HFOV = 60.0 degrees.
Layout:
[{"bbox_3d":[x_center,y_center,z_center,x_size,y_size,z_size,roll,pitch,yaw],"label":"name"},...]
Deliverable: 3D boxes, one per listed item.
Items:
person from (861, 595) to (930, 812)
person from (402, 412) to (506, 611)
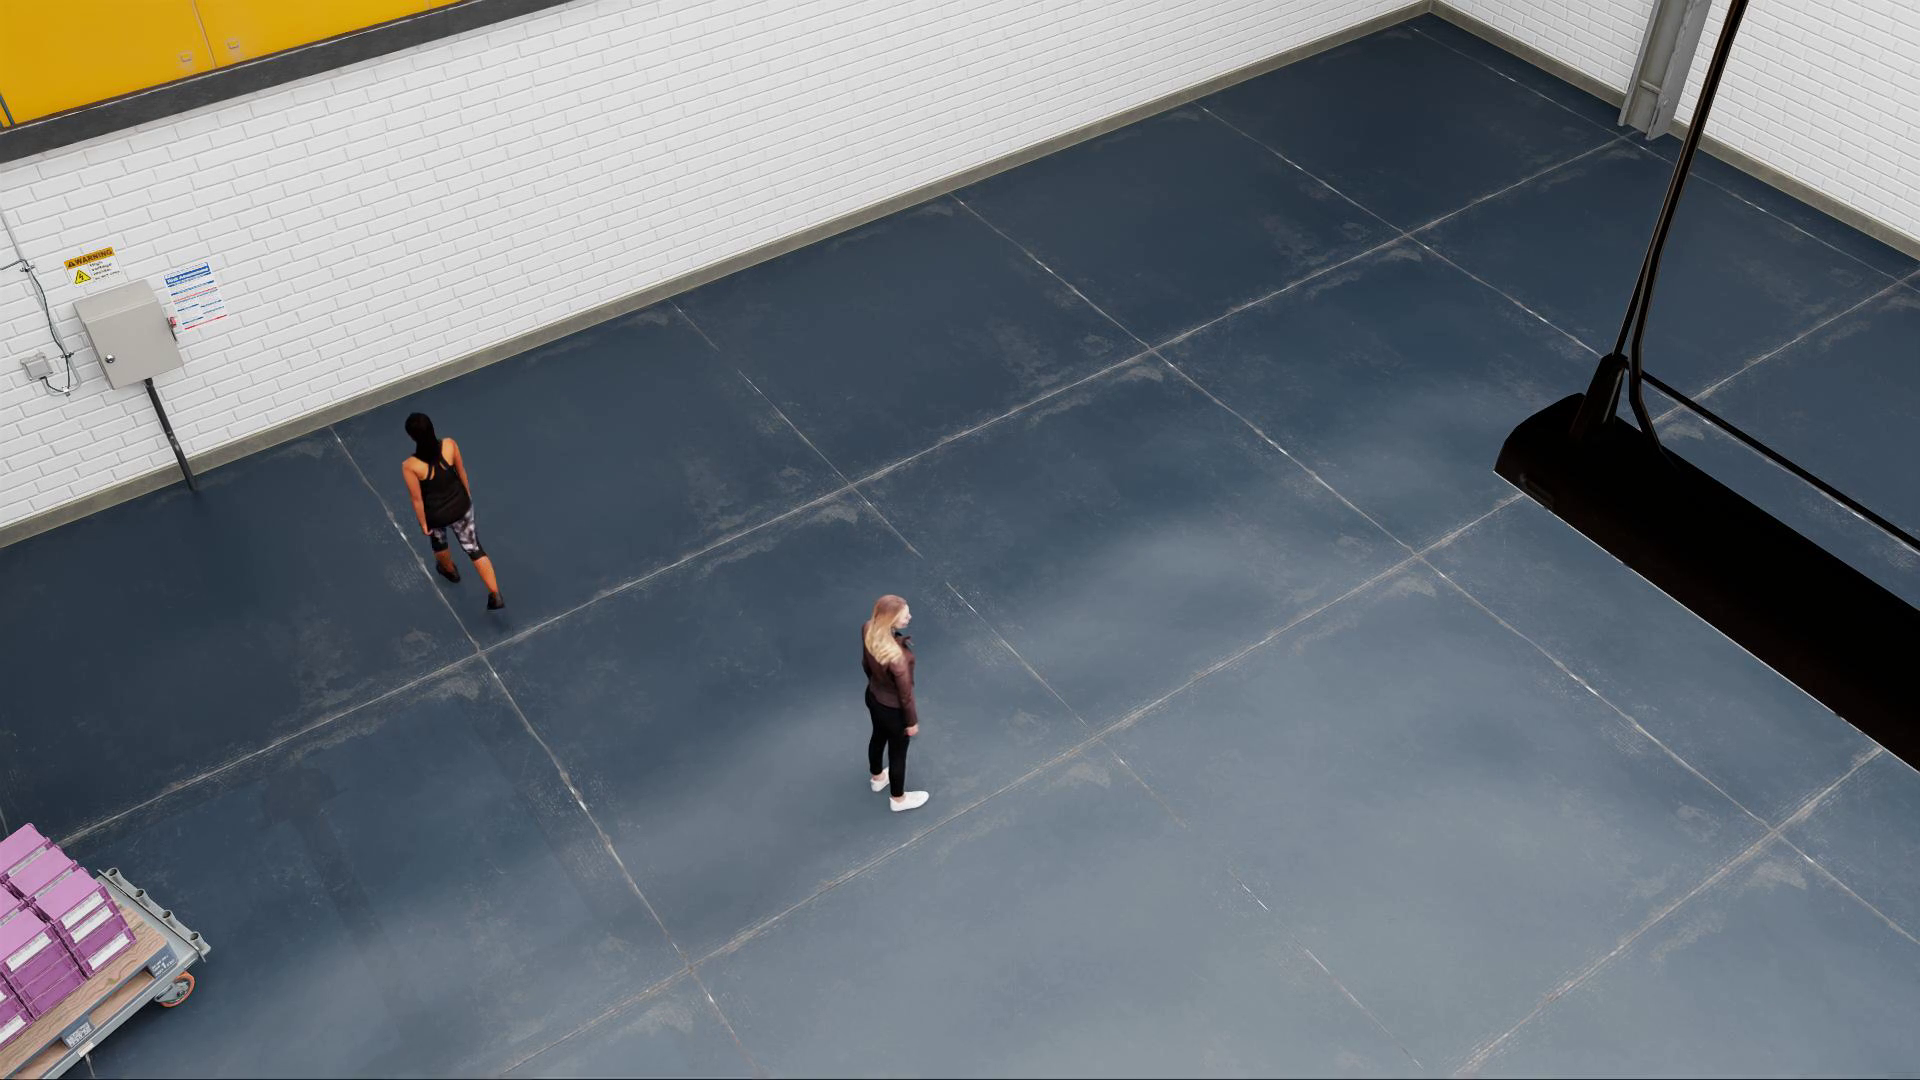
[{"bbox_3d":[-0.429,0.975,9.920,0.668,1.704,0.450,-23,48,-23],"label":"person"},{"bbox_3d":[-3.417,-0.184,11.189,0.663,1.631,1.090,-31,52,-29],"label":"person"}]
